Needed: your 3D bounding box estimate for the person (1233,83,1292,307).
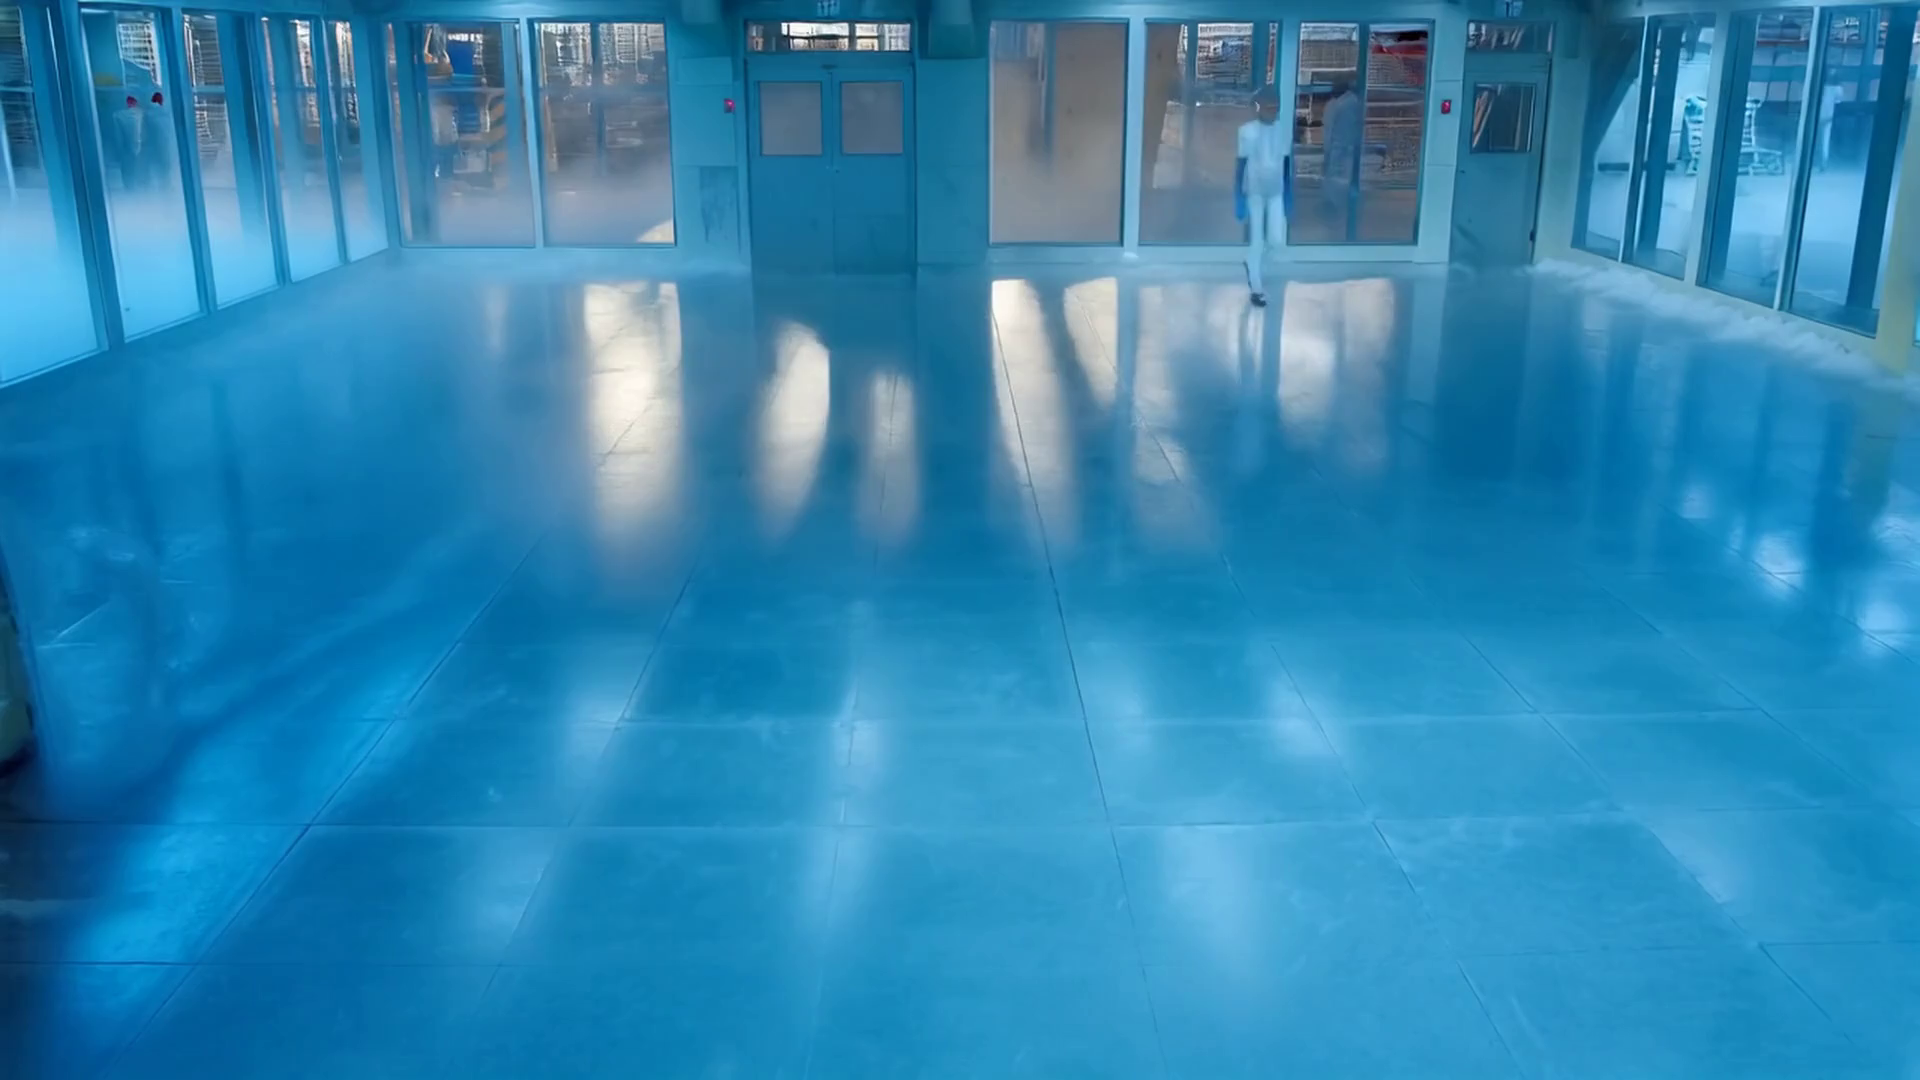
[{"bbox_3d":[2.567,-2.935,14.172,0.534,1.862,0.489,-5,17,-18],"label":"person"}]
